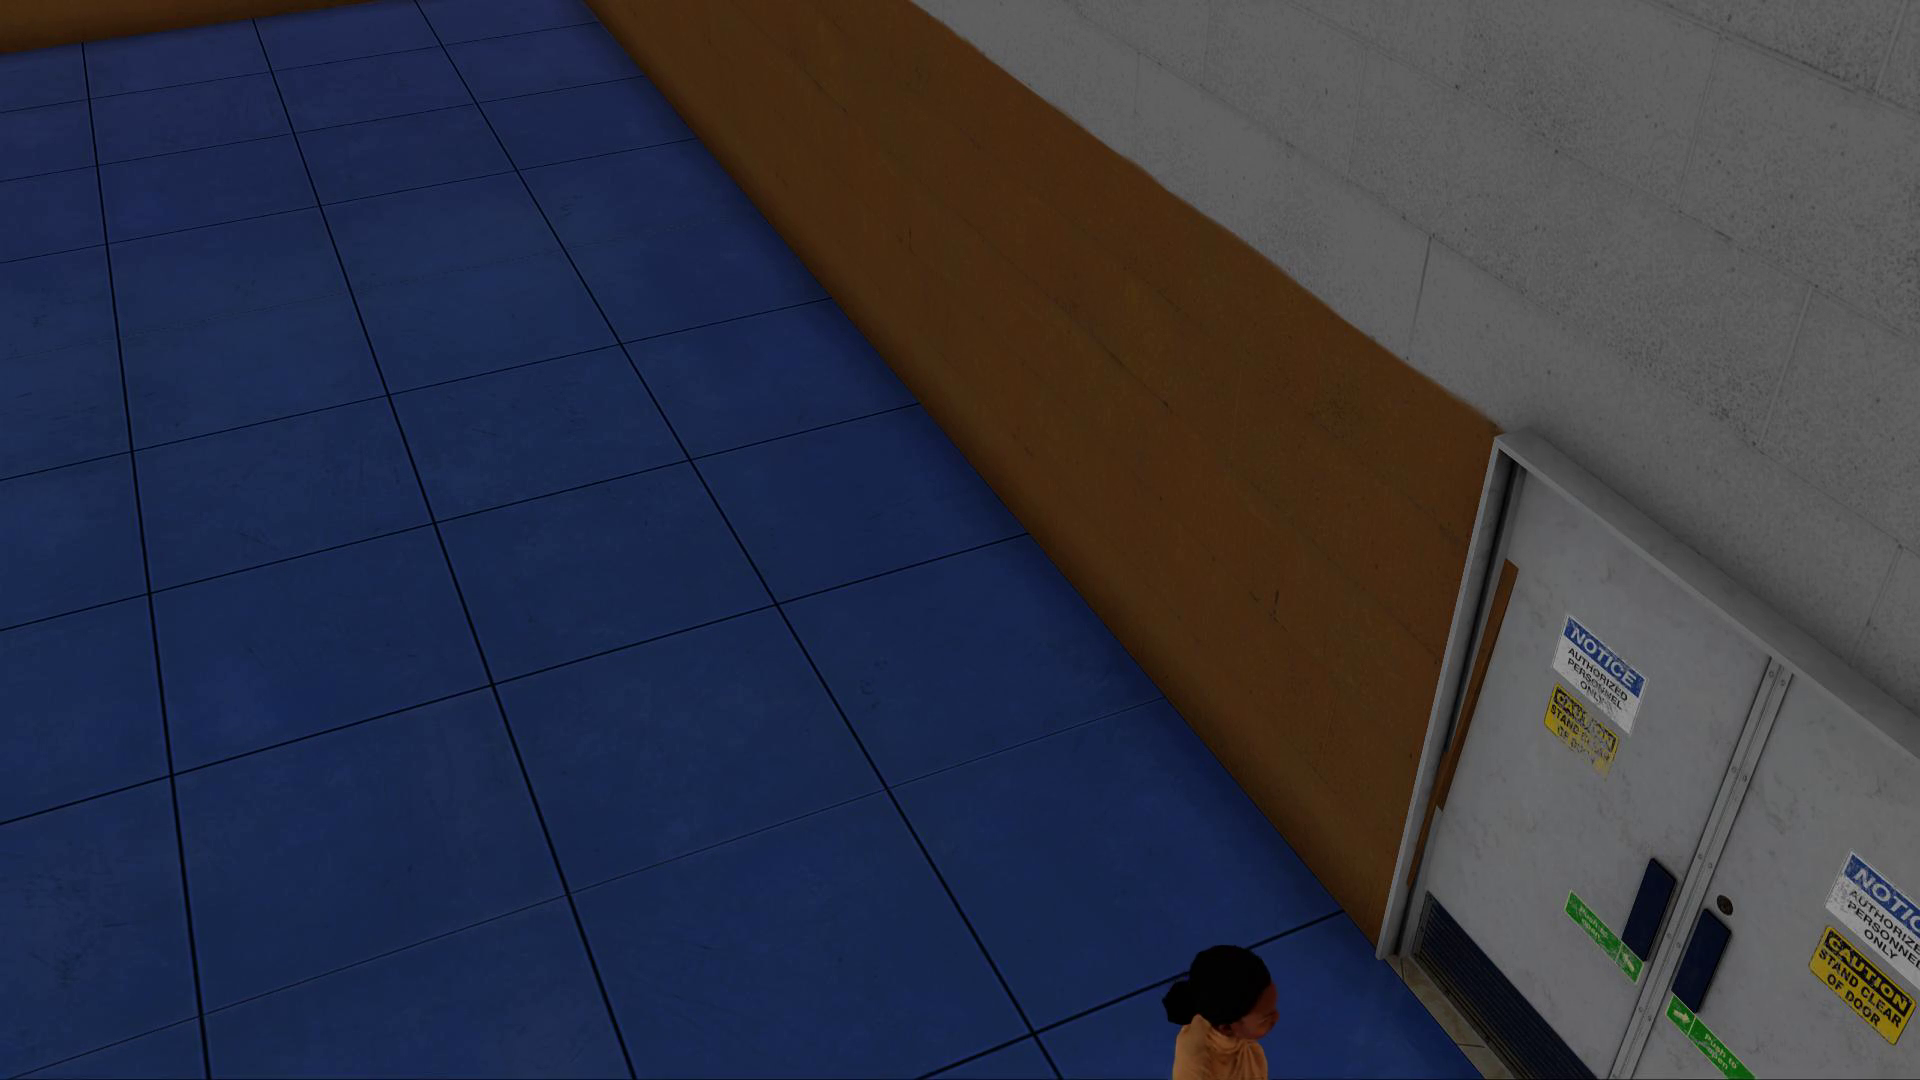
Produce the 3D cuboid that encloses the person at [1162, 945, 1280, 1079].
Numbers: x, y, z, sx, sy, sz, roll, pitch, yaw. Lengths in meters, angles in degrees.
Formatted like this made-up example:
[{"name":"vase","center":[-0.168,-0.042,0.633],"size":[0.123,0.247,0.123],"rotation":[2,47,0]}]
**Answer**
[{"name":"person","center":[0.654,1.692,4.586],"size":[0.734,1.658,0.690],"rotation":[9,38,12]}]
